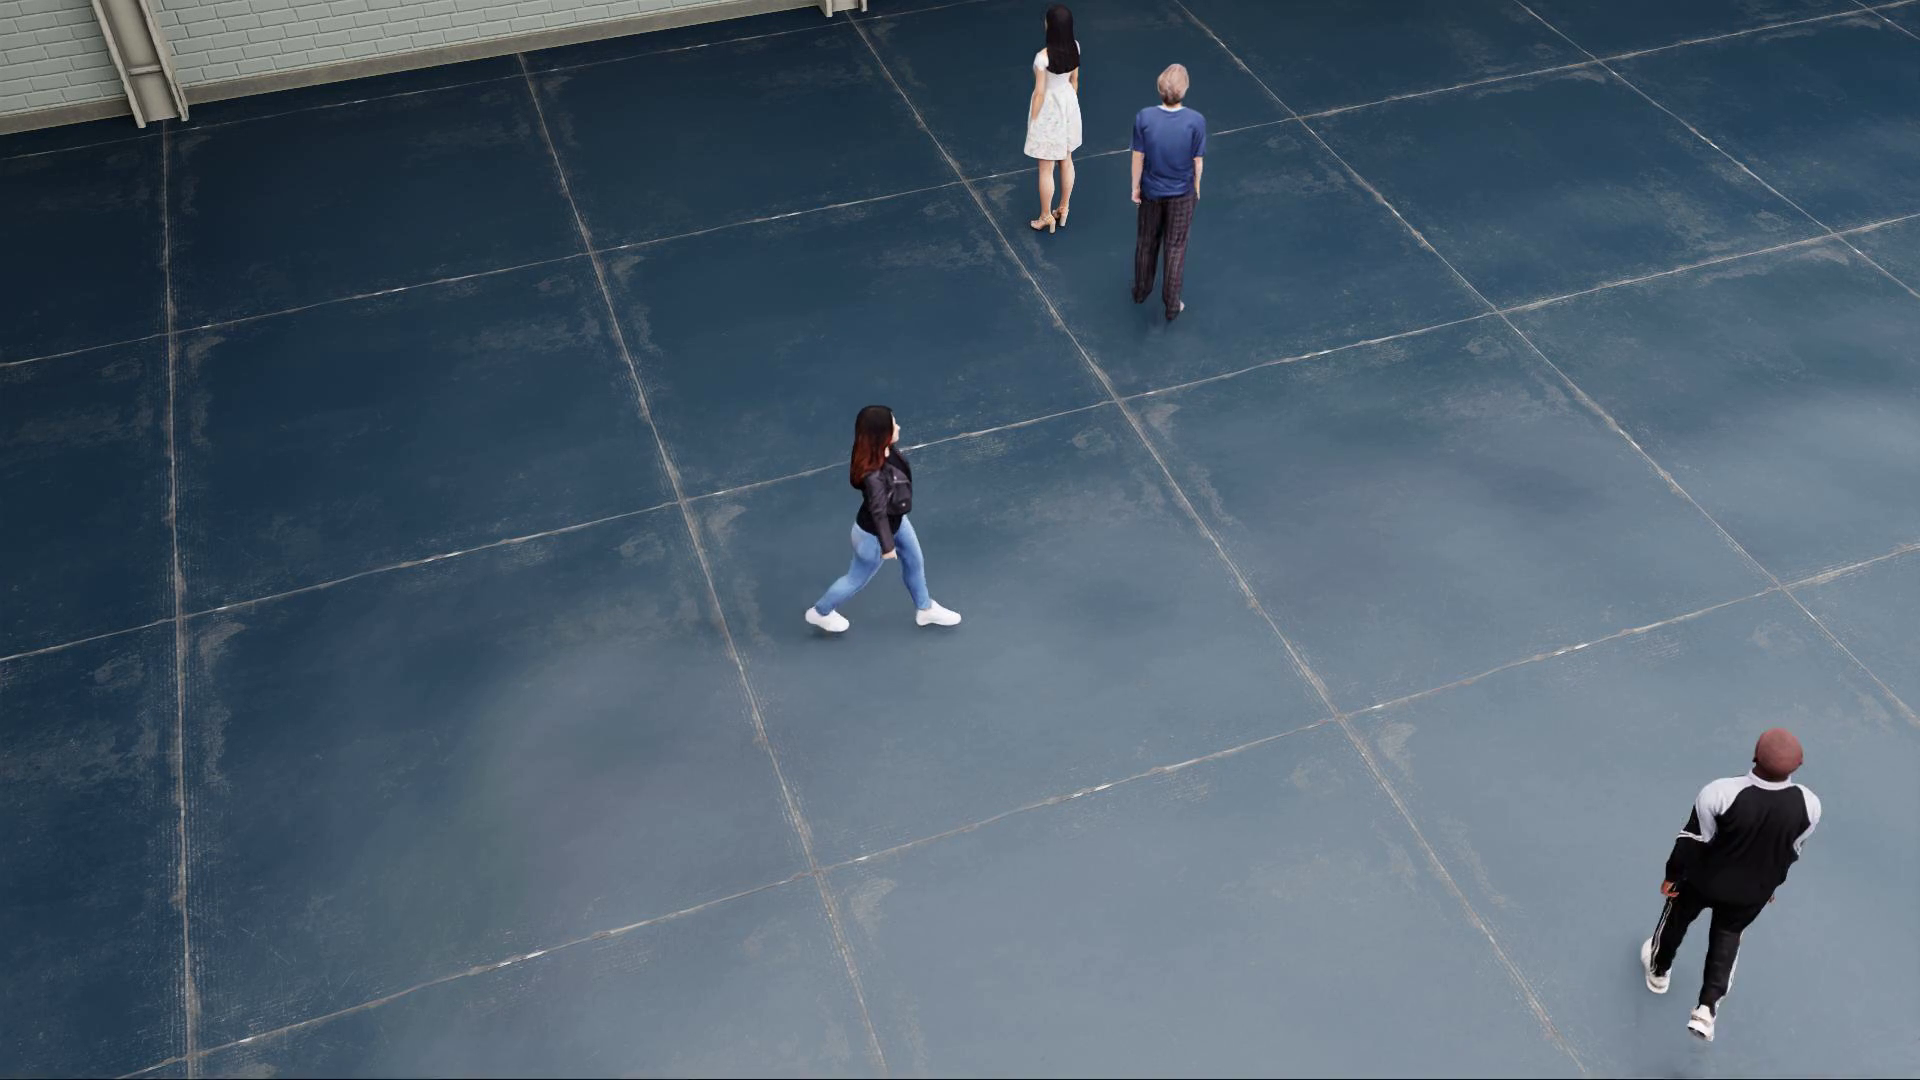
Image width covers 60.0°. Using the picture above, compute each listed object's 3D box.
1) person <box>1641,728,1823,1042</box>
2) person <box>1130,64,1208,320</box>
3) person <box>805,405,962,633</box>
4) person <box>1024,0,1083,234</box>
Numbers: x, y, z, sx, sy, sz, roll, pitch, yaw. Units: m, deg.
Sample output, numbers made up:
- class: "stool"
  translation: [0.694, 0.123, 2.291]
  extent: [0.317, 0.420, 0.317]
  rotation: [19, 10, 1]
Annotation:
- class: "person"
  translation: [3.346, 1.530, 7.250]
  extent: [0.972, 1.809, 0.996]
  rotation: [11, 44, 11]
- class: "person"
  translation: [1.421, -2.369, 11.379]
  extent: [0.794, 1.873, 0.870]
  rotation: [9, 44, 9]
- class: "person"
  translation: [-0.516, -0.054, 9.106]
  extent: [1.208, 1.591, 0.924]
  rotation: [1, 43, 1]
- class: "person"
  translation: [0.693, -3.085, 12.217]
  extent: [0.675, 1.775, 0.788]
  rotation: [-28, 50, -26]
